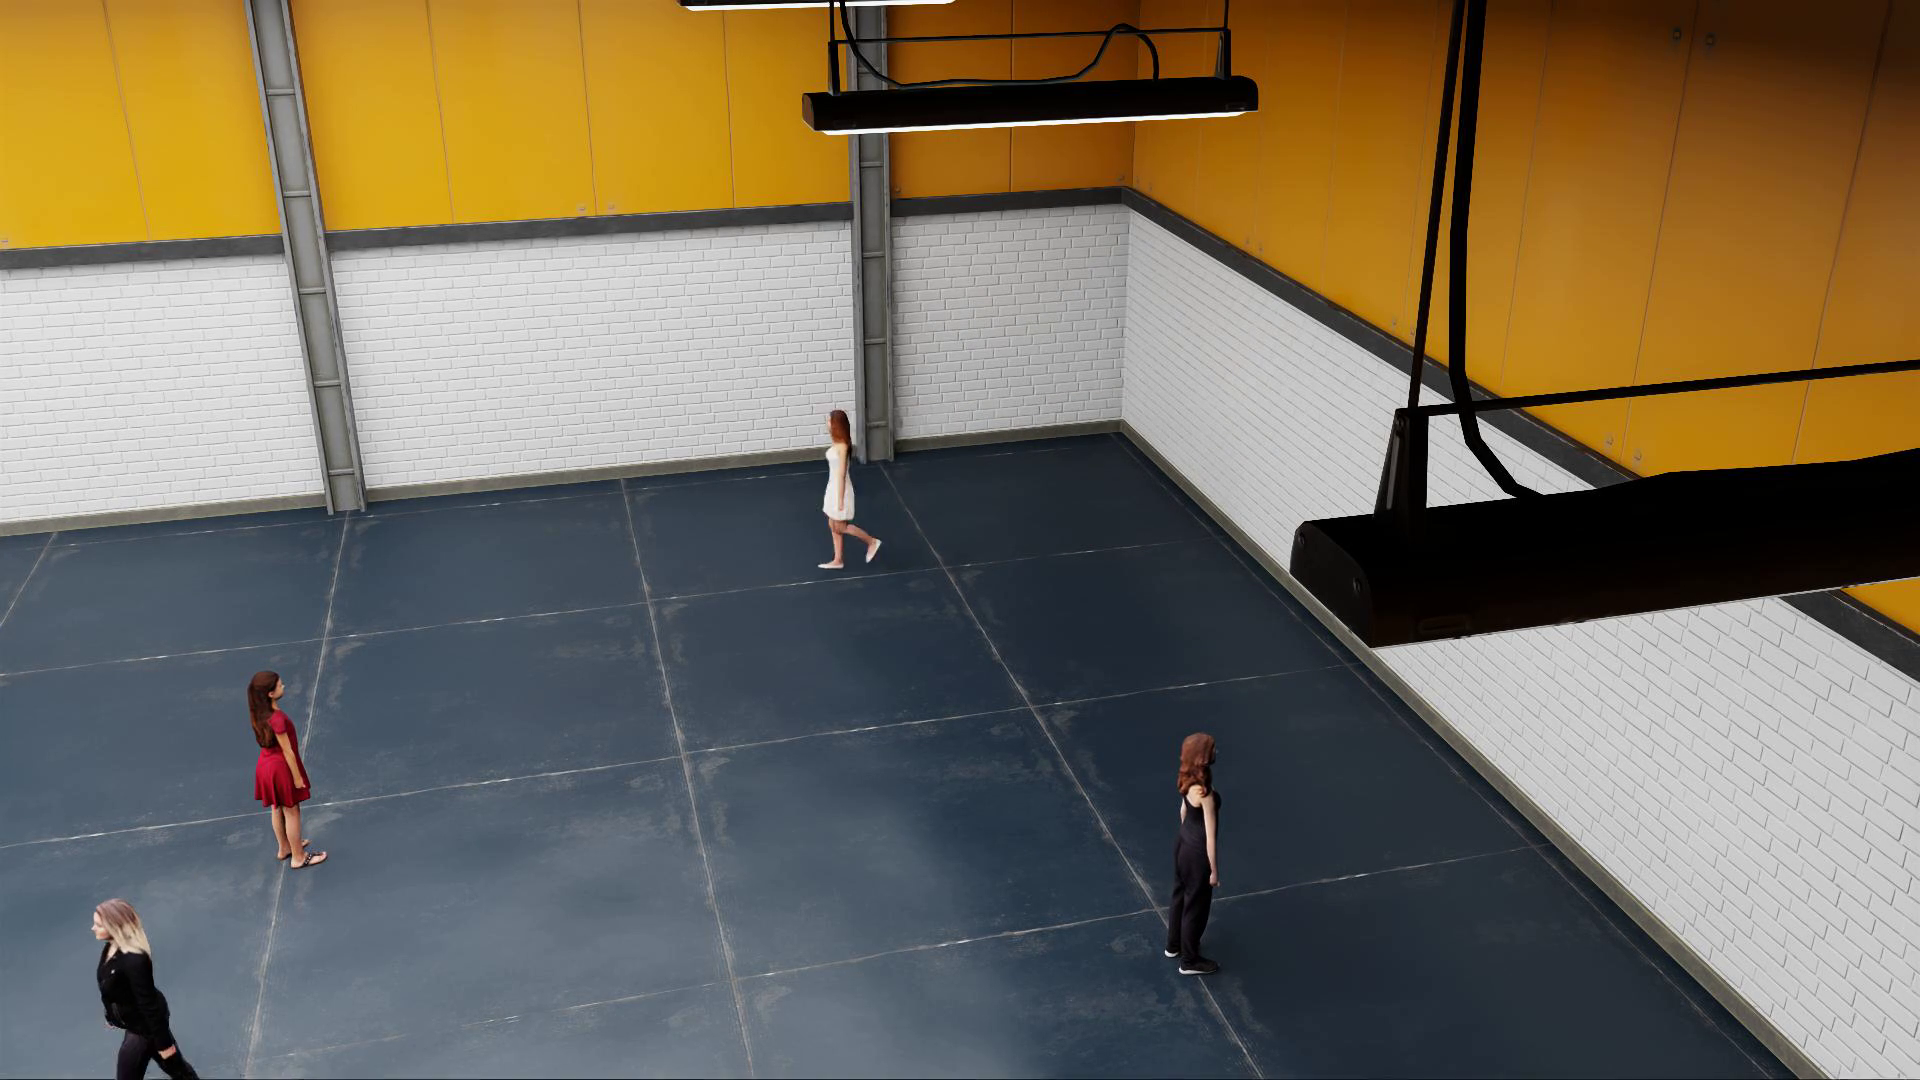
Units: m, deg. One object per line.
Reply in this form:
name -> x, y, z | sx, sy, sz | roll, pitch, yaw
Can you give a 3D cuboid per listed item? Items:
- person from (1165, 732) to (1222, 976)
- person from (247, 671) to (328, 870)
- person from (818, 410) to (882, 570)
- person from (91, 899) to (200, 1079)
person -> 1.522, 2.028, 10.850 | 0.526, 1.748, 0.581 | -7, 25, -16
person -> -4.899, 1.641, 11.977 | 0.672, 1.554, 0.733 | 19, 30, 36
person -> -1.110, -0.482, 16.653 | 0.857, 1.698, 0.578 | -5, 24, -12
person -> -4.501, 2.714, 9.392 | 1.013, 1.658, 0.832 | -15, 28, -31
